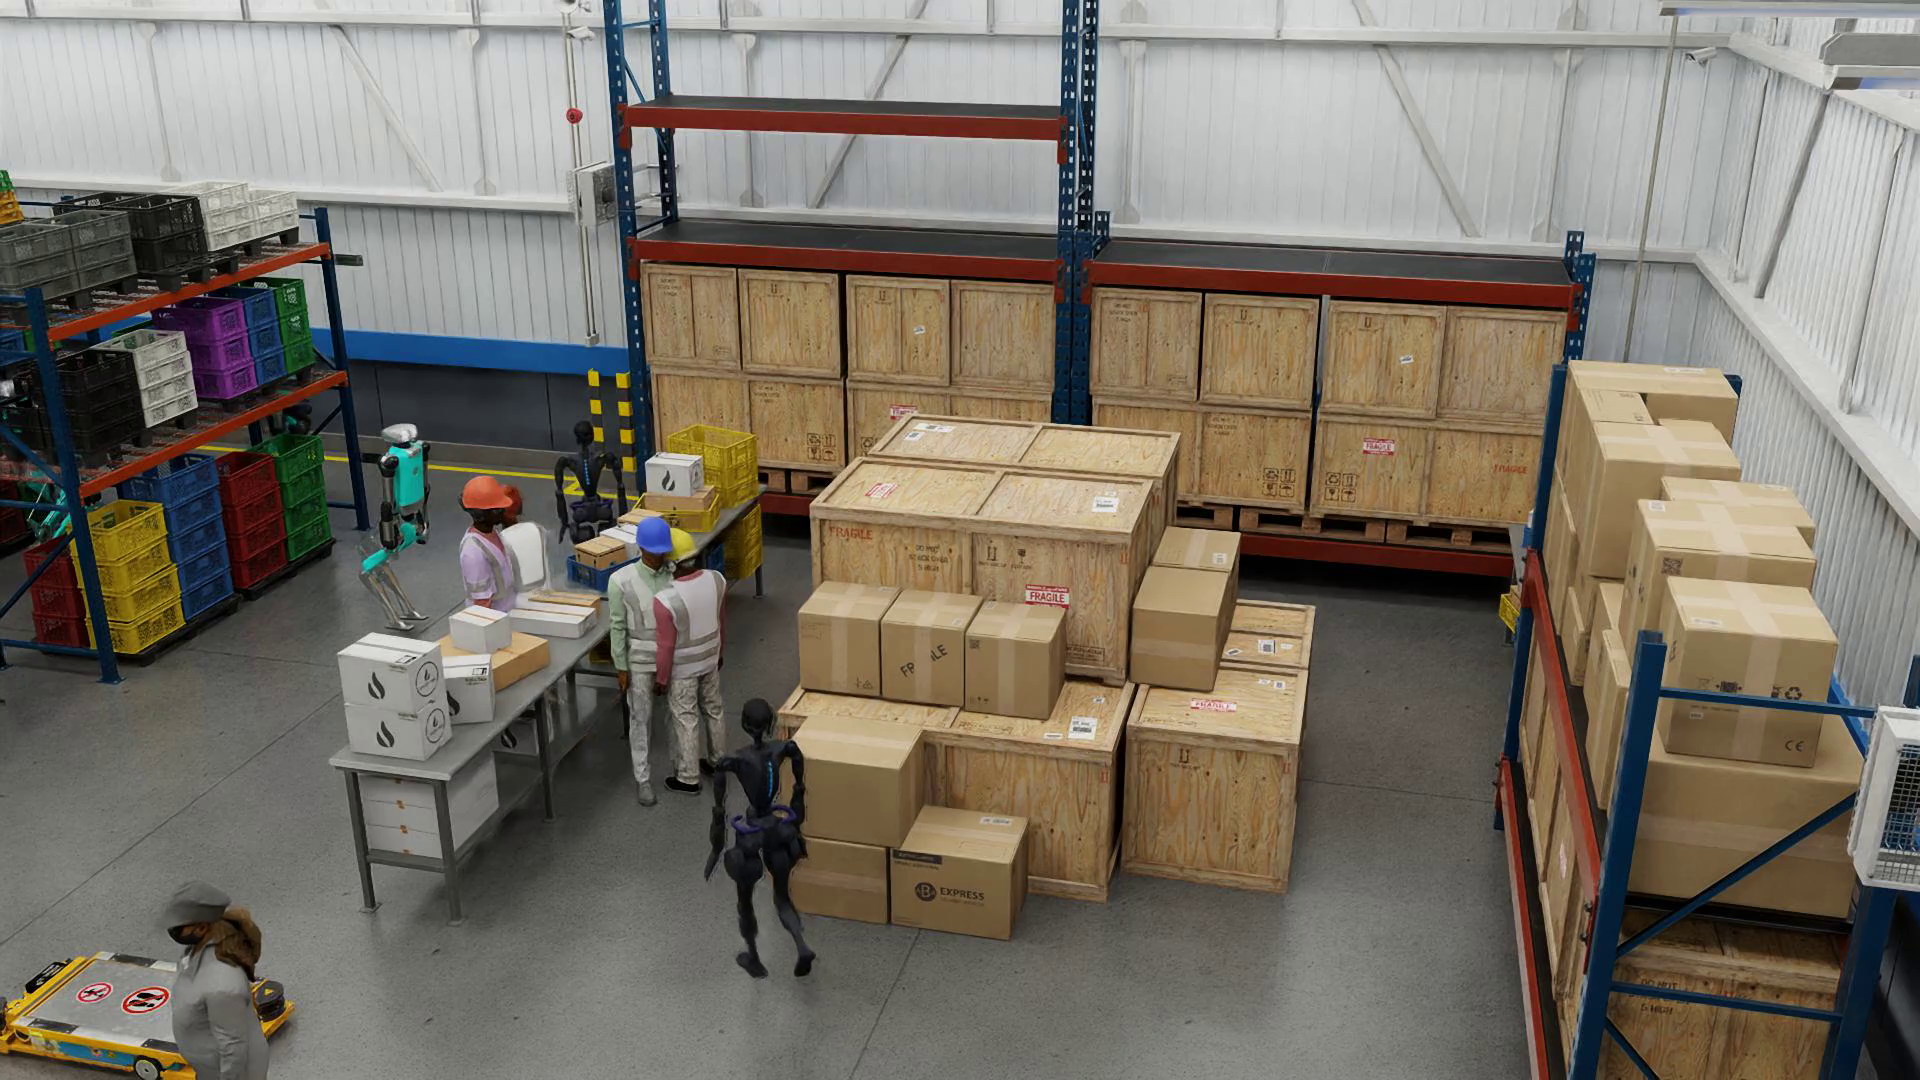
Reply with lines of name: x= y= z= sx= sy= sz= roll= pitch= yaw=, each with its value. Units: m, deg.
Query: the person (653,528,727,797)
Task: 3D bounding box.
person: x=-1.765 y=0.785 z=10.802 sx=0.403 sy=1.831 sz=0.588 roll=16 pitch=26 yaw=35

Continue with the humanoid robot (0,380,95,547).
humanoid robot: x=-7.944 y=-0.600 z=14.611 sx=0.547 sy=1.804 sz=0.837 roll=5 pitch=21 yaw=13

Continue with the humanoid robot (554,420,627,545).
humanoid robot: x=-2.975 y=-0.164 z=13.516 sx=0.591 sy=1.642 sz=0.533 roll=-4 pitch=21 yaw=-10

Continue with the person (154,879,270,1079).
person: x=-3.123 y=2.221 z=7.133 sx=0.399 sy=1.769 sz=0.560 roll=-13 pitch=24 yaw=-30

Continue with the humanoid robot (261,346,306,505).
humanoid robot: x=-6.586 y=-1.101 z=15.922 sx=0.665 sy=1.834 sz=0.530 roll=1 pitch=21 yaw=3

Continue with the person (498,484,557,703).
person: x=-2.966 y=0.537 z=11.420 sx=0.639 sy=1.858 sz=0.652 roll=12 pitch=24 yaw=28

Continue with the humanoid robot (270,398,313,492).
humanoid robot: x=-6.476 y=-1.167 z=16.119 sx=0.325 sy=1.651 sz=0.589 roll=-1 pitch=21 yaw=-3

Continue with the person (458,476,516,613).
person: x=-3.104 y=0.542 z=11.148 sx=0.374 sy=2.043 sz=0.606 roll=-3 pitch=21 yaw=-8

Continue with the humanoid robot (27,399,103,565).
humanoid robot: x=-7.510 y=-0.391 z=13.823 sx=0.533 sy=1.677 sz=0.735 roll=8 pitch=22 yaw=21

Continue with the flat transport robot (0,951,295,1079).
flat transport robot: x=-4.270 y=2.464 z=8.601 sx=1.431 sy=0.231 sz=0.659 roll=5 pitch=22 yaw=13

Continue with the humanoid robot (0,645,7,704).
humanoid robot: x=-7.101 y=0.494 z=11.774 sx=0.404 sy=1.645 sz=0.584 roll=-3 pitch=21 yaw=-8

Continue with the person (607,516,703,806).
person: x=-1.948 y=0.756 z=10.720 sx=0.603 sy=1.947 sz=0.384 roll=-13 pitch=24 yaw=-30

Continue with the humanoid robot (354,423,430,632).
humanoid robot: x=-4.537 y=-0.121 z=13.166 sx=0.732 sy=1.692 sz=0.532 roll=7 pitch=22 yaw=17

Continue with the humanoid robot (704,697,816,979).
humanoid robot: x=-1.032 y=1.632 z=8.814 sx=0.585 sy=1.644 sz=0.542 roll=-14 pitch=25 yaw=-32
